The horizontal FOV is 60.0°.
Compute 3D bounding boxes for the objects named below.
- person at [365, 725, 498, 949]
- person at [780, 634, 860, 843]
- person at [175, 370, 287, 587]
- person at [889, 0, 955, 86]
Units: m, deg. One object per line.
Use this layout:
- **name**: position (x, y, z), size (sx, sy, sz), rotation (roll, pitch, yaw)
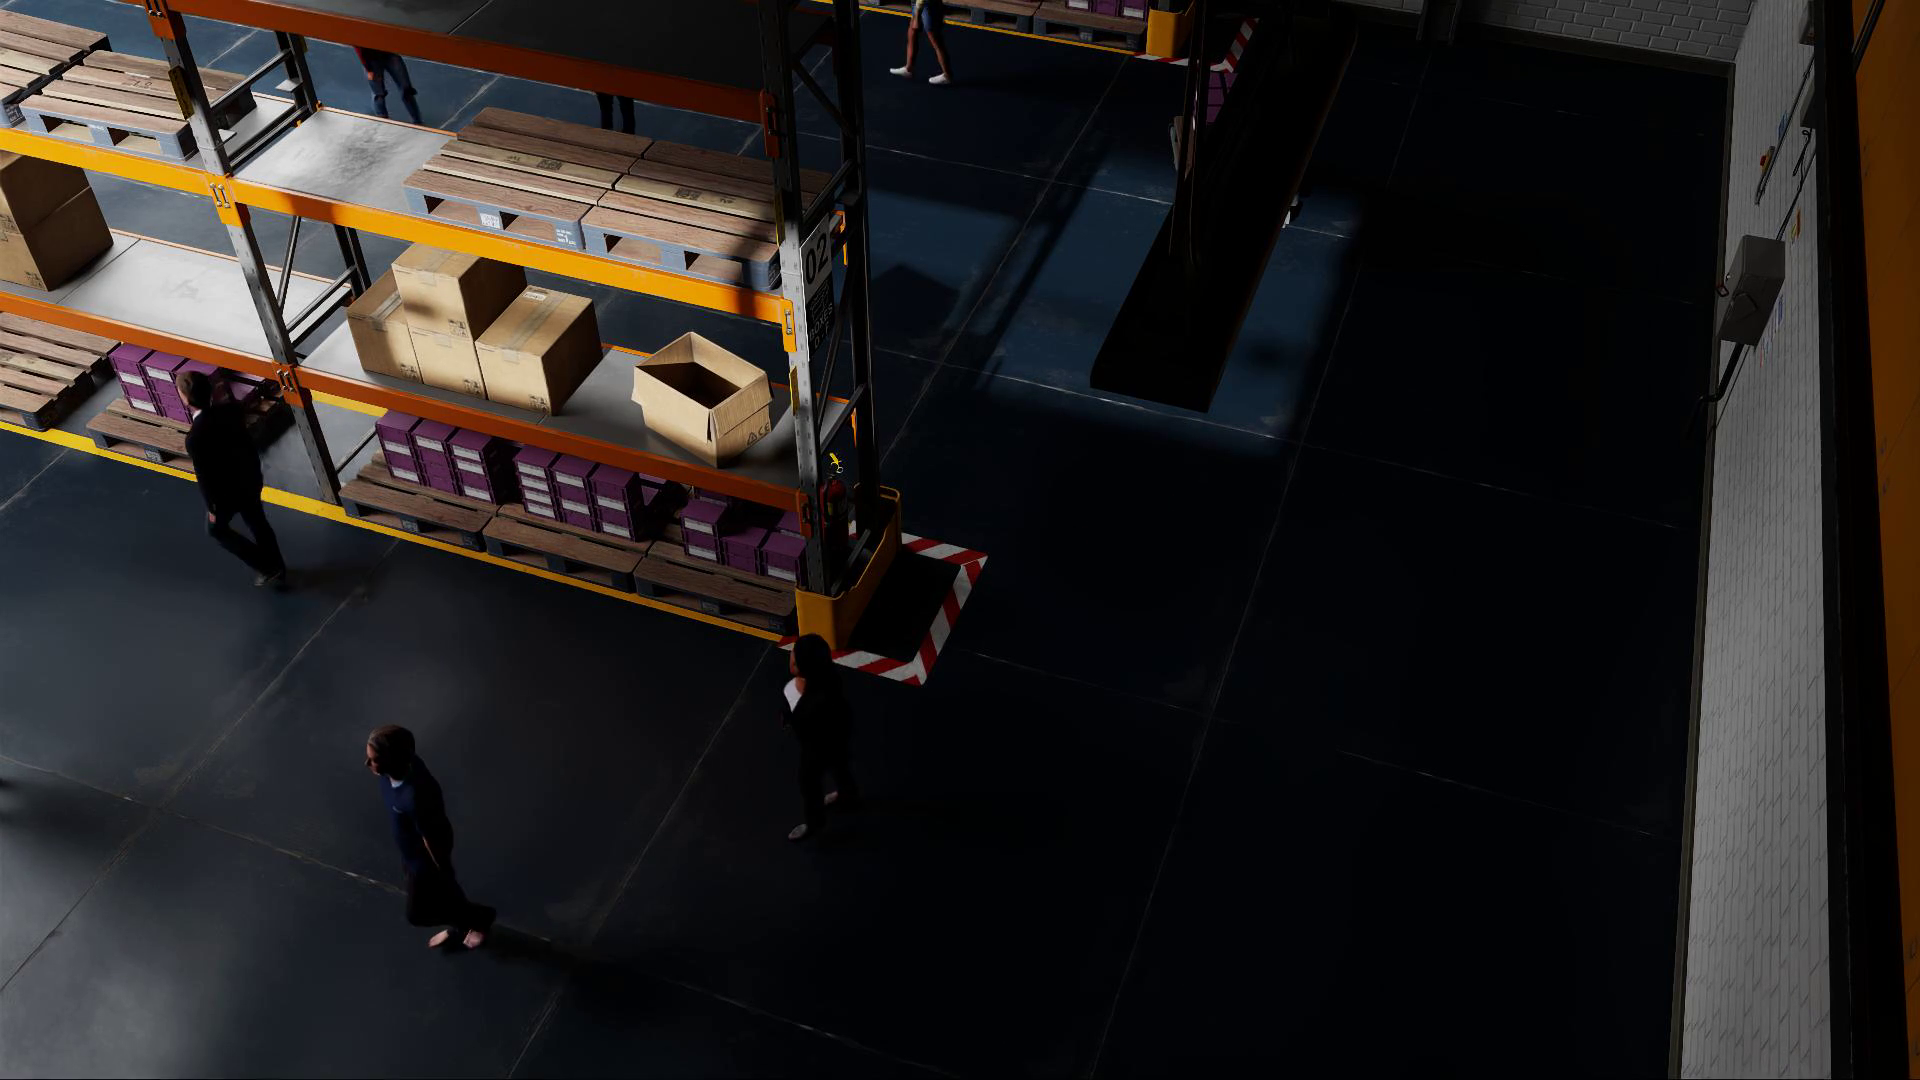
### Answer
- **person**: position (-2.843, 1.643, 9.115), size (0.894, 1.856, 0.826), rotation (-24, 49, -23)
- **person**: position (-0.742, 1.087, 9.887), size (0.923, 1.597, 0.863), rotation (-17, 46, -17)
- **person**: position (-4.872, -0.357, 11.252), size (0.658, 1.804, 0.714), rotation (15, 46, 15)
- **person**: position (-0.222, -5.272, 16.558), size (0.992, 1.601, 0.824), rotation (1, 44, 1)
